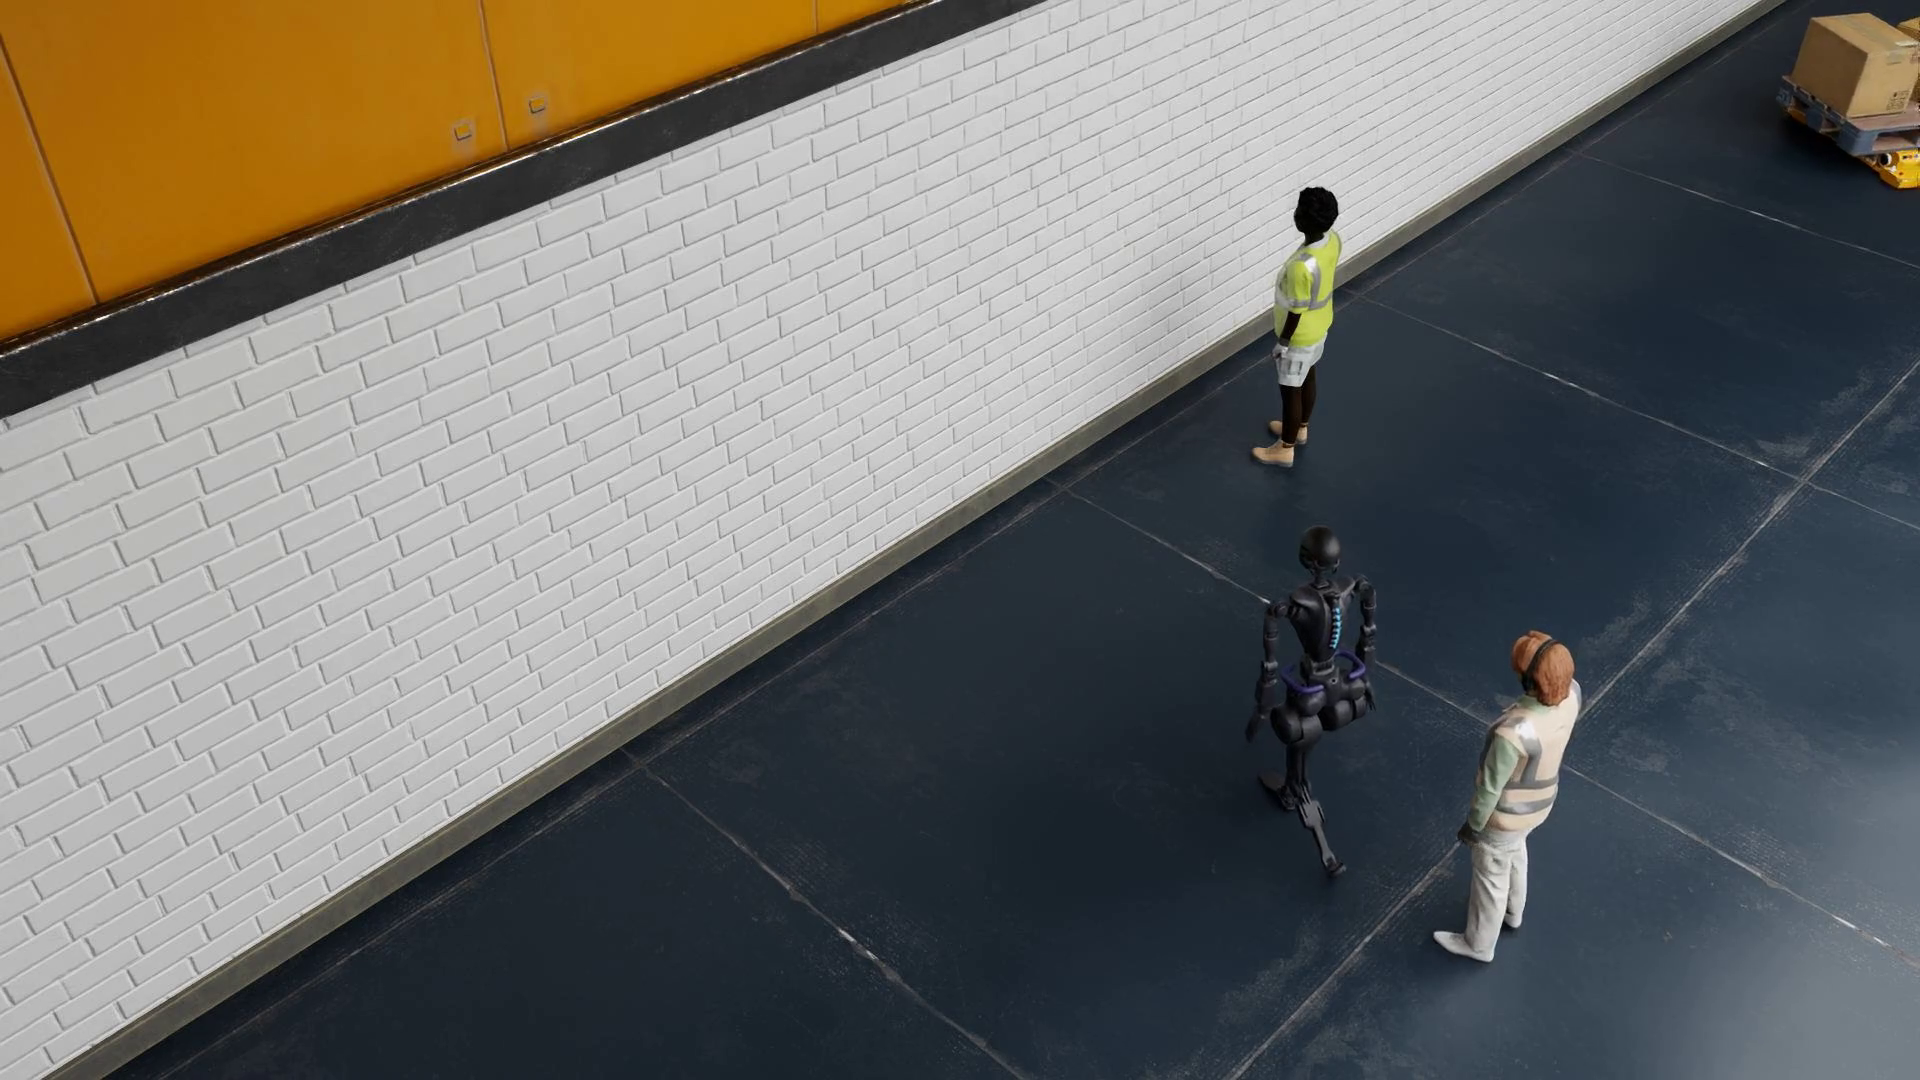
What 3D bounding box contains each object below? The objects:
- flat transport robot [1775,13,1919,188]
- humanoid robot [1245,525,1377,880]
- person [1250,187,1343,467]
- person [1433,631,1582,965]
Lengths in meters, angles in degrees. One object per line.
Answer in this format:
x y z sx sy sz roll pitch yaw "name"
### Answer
7.084 -3.130 12.833 0.659 0.231 1.431 -8 39 -10 "flat transport robot"
1.548 0.695 6.966 0.609 1.610 0.746 -15 41 -18 "humanoid robot"
1.889 -1.182 9.252 0.319 1.698 0.531 20 43 23 "person"
2.167 1.032 6.543 0.517 1.630 0.315 -31 48 -33 "person"
